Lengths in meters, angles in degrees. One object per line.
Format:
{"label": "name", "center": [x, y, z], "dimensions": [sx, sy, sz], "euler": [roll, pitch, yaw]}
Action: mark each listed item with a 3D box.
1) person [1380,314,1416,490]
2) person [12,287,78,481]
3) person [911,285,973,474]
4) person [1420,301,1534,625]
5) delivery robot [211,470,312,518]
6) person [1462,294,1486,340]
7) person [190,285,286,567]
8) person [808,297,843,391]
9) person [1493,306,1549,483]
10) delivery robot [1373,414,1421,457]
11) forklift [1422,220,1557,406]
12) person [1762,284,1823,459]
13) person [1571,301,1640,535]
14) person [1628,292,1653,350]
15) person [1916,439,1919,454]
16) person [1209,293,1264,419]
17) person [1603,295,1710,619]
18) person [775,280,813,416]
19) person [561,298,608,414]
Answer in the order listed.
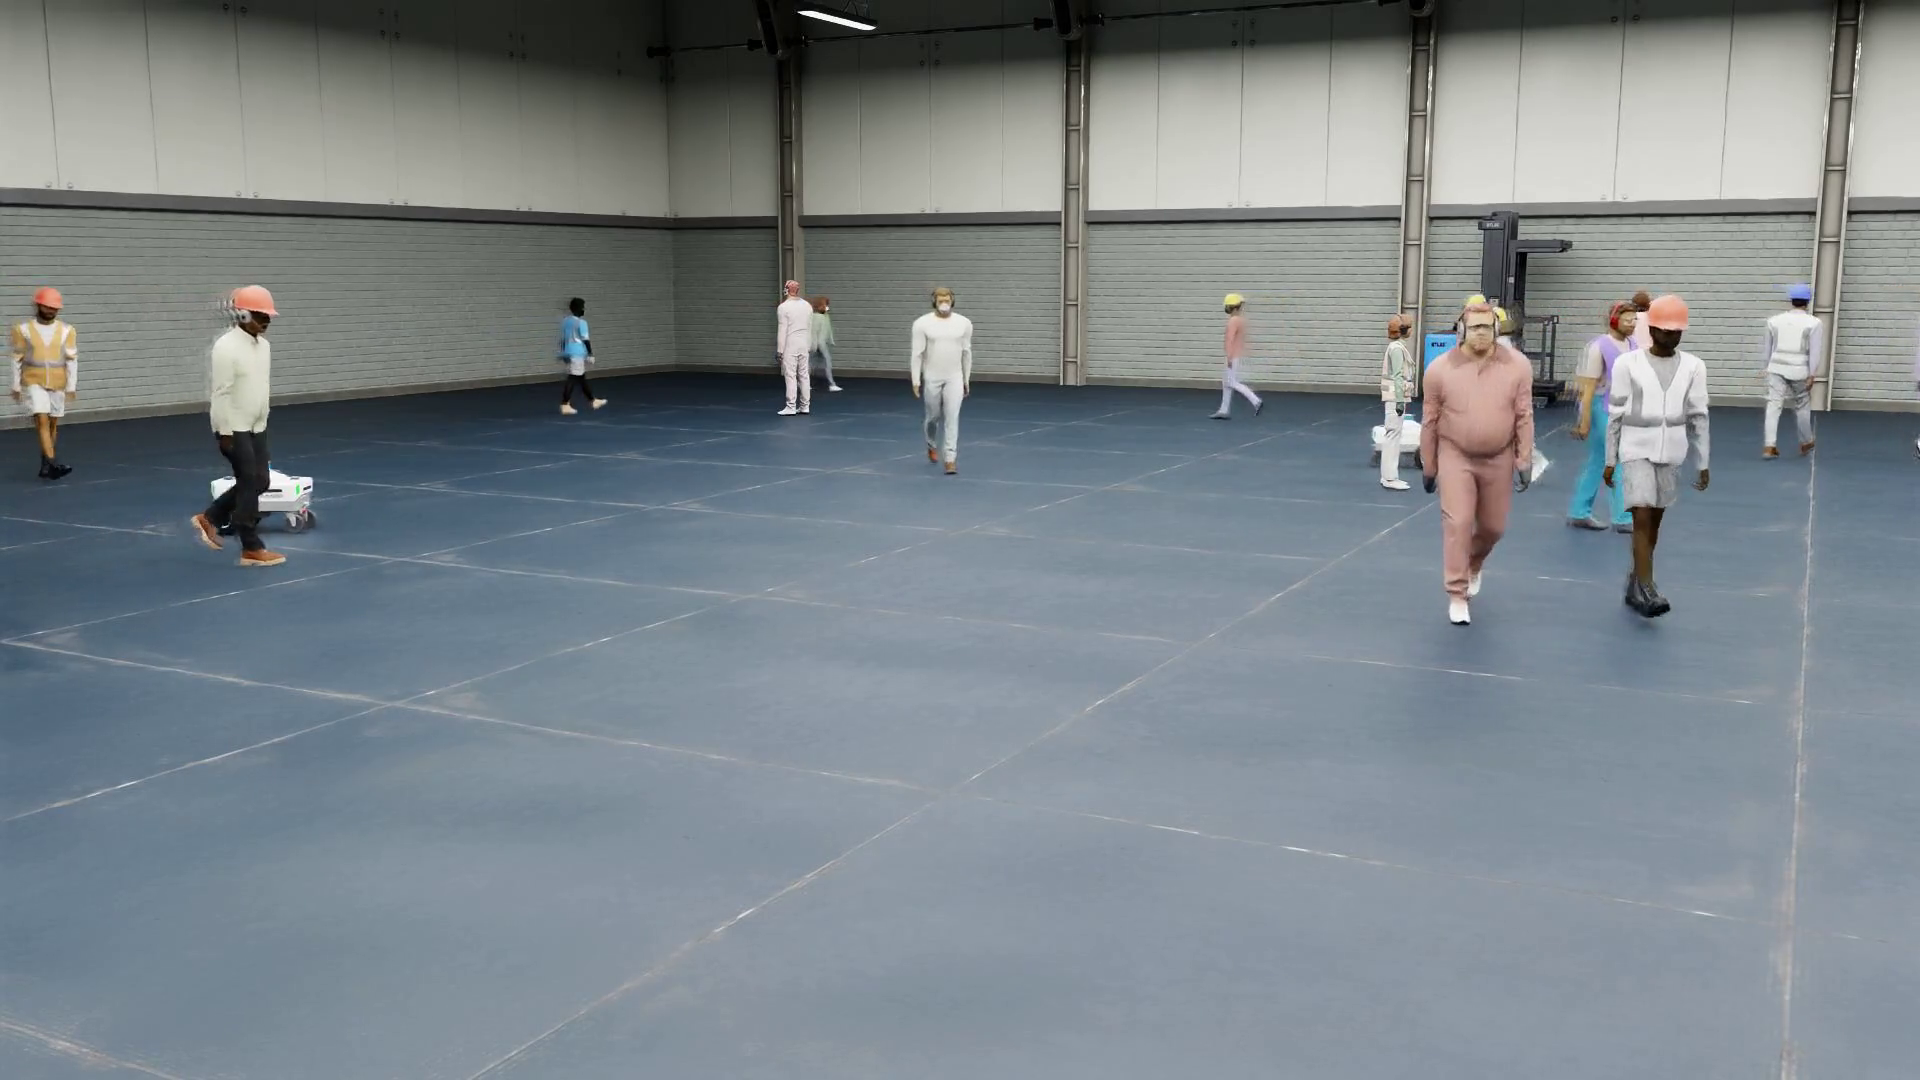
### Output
{"label": "person", "center": [4.120, -1.304, 15.677], "dimensions": [0.305, 1.645, 0.522], "euler": [2, 9, 11]}
{"label": "person", "center": [-9.001, -1.538, 16.391], "dimensions": [0.561, 1.879, 0.935], "euler": [-8, 12, -39]}
{"label": "person", "center": [-0.194, -1.669, 17.146], "dimensions": [0.638, 1.910, 0.890], "euler": [-1, 9, -8]}
{"label": "person", "center": [3.058, -0.486, 9.907], "dimensions": [0.639, 1.878, 0.780], "euler": [1, 9, 6]}
{"label": "delivery robot", "center": [-5.527, -0.382, 13.187], "dimensions": [0.707, 0.478, 0.477], "euler": [0, 9, -2]}
{"label": "person", "center": [6.540, -2.222, 21.042], "dimensions": [0.591, 1.750, 0.529], "euler": [4, 10, 23]}
{"label": "person", "center": [-5.059, -0.798, 11.625], "dimensions": [0.712, 1.959, 0.620], "euler": [1, 9, 7]}
{"label": "person", "center": [-2.414, -3.372, 28.576], "dimensions": [0.811, 1.602, 0.505], "euler": [3, 10, 16]}
{"label": "person", "center": [5.282, -1.391, 16.018], "dimensions": [0.767, 1.711, 0.500], "euler": [5, 10, 27]}
{"label": "delivery robot", "center": [4.706, -1.079, 17.481], "dimensions": [0.707, 0.478, 0.477], "euler": [4, 10, 20]}
{"label": "forklift", "center": [8.245, -3.527, 25.720], "dimensions": [1.873, 2.768, 1.129], "euler": [5, 10, 27]}
{"label": "person", "center": [9.180, -1.858, 18.318], "dimensions": [0.611, 1.892, 0.986], "euler": [9, 13, 44]}
{"label": "person", "center": [5.183, -0.948, 12.990], "dimensions": [0.564, 1.807, 0.835], "euler": [-9, 13, -44]}
{"label": "person", "center": [8.035, -2.042, 19.779], "dimensions": [0.641, 1.798, 0.950], "euler": [2, 9, 13]}
{"label": "person", "center": [10.414, -1.713, 17.436], "dimensions": [0.672, 1.891, 0.420], "euler": [-3, 10, -19]}
{"label": "person", "center": [3.833, -2.531, 22.944], "dimensions": [0.713, 1.746, 0.528], "euler": [3, 10, 20]}
{"label": "person", "center": [4.152, -0.480, 9.826], "dimensions": [0.565, 1.892, 0.908], "euler": [0, 9, 1]}
{"label": "person", "center": [-2.384, -2.729, 23.659], "dimensions": [0.405, 1.911, 0.636], "euler": [8, 12, 39]}
{"label": "person", "center": [-5.441, -2.648, 23.933], "dimensions": [0.868, 1.648, 0.552], "euler": [-8, 12, -40]}
